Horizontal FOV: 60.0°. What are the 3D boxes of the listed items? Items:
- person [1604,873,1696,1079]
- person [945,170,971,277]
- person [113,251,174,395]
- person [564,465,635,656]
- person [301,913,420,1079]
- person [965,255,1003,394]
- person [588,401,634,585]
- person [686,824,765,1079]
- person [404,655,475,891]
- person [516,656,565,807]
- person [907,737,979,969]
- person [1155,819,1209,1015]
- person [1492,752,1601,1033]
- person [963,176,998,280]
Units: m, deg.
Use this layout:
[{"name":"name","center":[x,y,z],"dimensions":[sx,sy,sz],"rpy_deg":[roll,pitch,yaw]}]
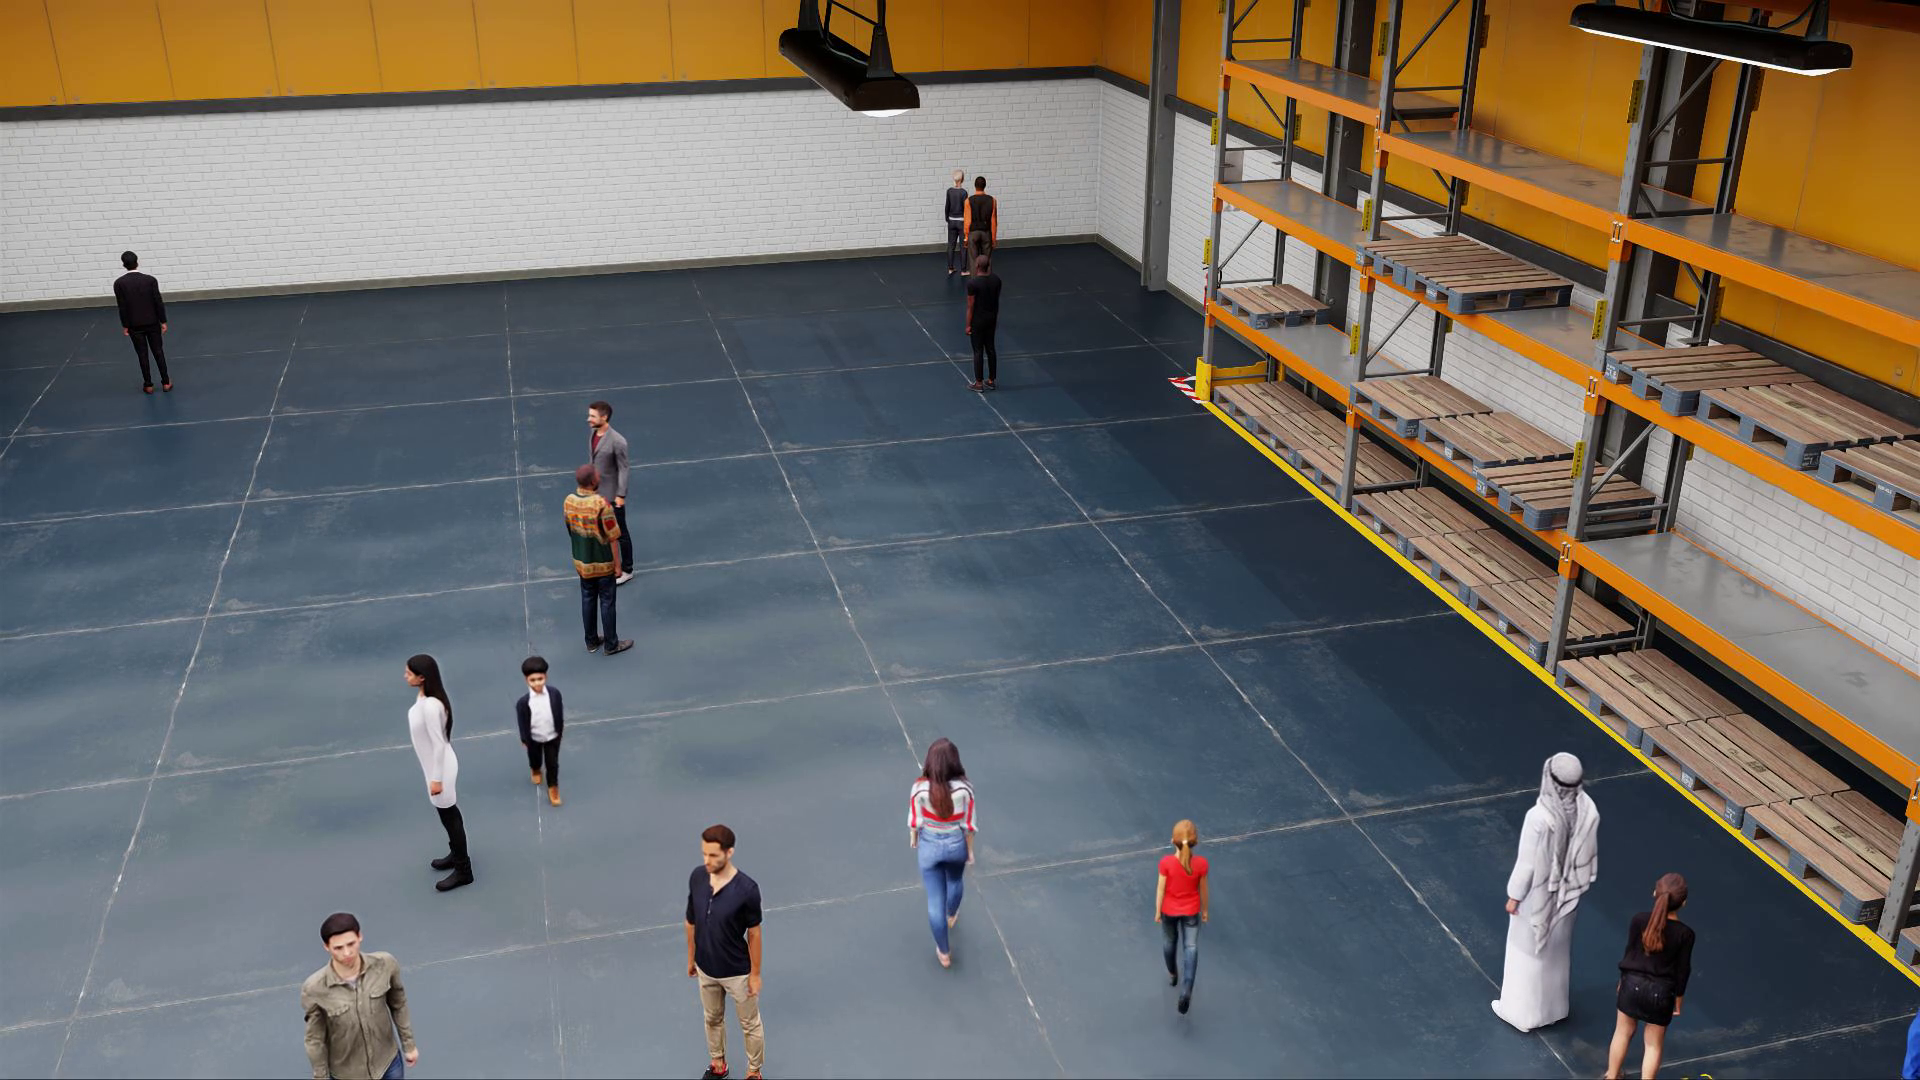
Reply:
[{"name":"person","center":[4.011,2.609,9.683],"dimensions":[0.628,1.554,0.691],"rpy_deg":[14,27,29]},{"name":"person","center":[-0.030,-5.254,27.457],"dimensions":[0.674,1.726,0.740],"rpy_deg":[14,27,28]},{"name":"person","center":[-10.699,-2.858,21.778],"dimensions":[0.747,1.884,0.644],"rpy_deg":[-12,27,-26]},{"name":"person","center":[-3.277,0.173,14.940],"dimensions":[0.822,1.808,0.870],"rpy_deg":[11,26,23]},{"name":"person","center":[-3.185,2.784,8.896],"dimensions":[0.783,1.865,0.726],"rpy_deg":[-17,29,-33]},{"name":"person","center":[0.307,-2.849,21.839],"dimensions":[0.731,1.820,0.680],"rpy_deg":[-15,28,-31]},{"name":"person","center":[-3.463,-0.488,16.370],"dimensions":[0.739,1.874,0.845],"rpy_deg":[20,30,38]},{"name":"person","center":[-1.356,2.452,9.661],"dimensions":[0.706,1.859,0.722],"rpy_deg":[8,25,18]},{"name":"person","center":[-3.643,1.608,11.658],"dimensions":[0.685,1.807,0.468],"rpy_deg":[-8,25,-18]},{"name":"person","center":[-3.222,1.435,12.791],"dimensions":[0.577,1.217,0.742],"rpy_deg":[-11,26,-23]},{"name":"person","center":[-0.108,2.071,10.871],"dimensions":[0.709,1.589,0.922],"rpy_deg":[-2,24,-6]},{"name":"person","center":[1.401,2.382,10.527],"dimensions":[0.651,1.294,0.874],"rpy_deg":[1,24,3]},{"name":"person","center":[3.613,2.166,10.235],"dimensions":[0.699,1.925,0.619],"rpy_deg":[-8,25,-17]},{"name":"person","center":[0.313,-4.739,26.053],"dimensions":[0.716,1.907,0.625],"rpy_deg":[-4,24,-9]}]
